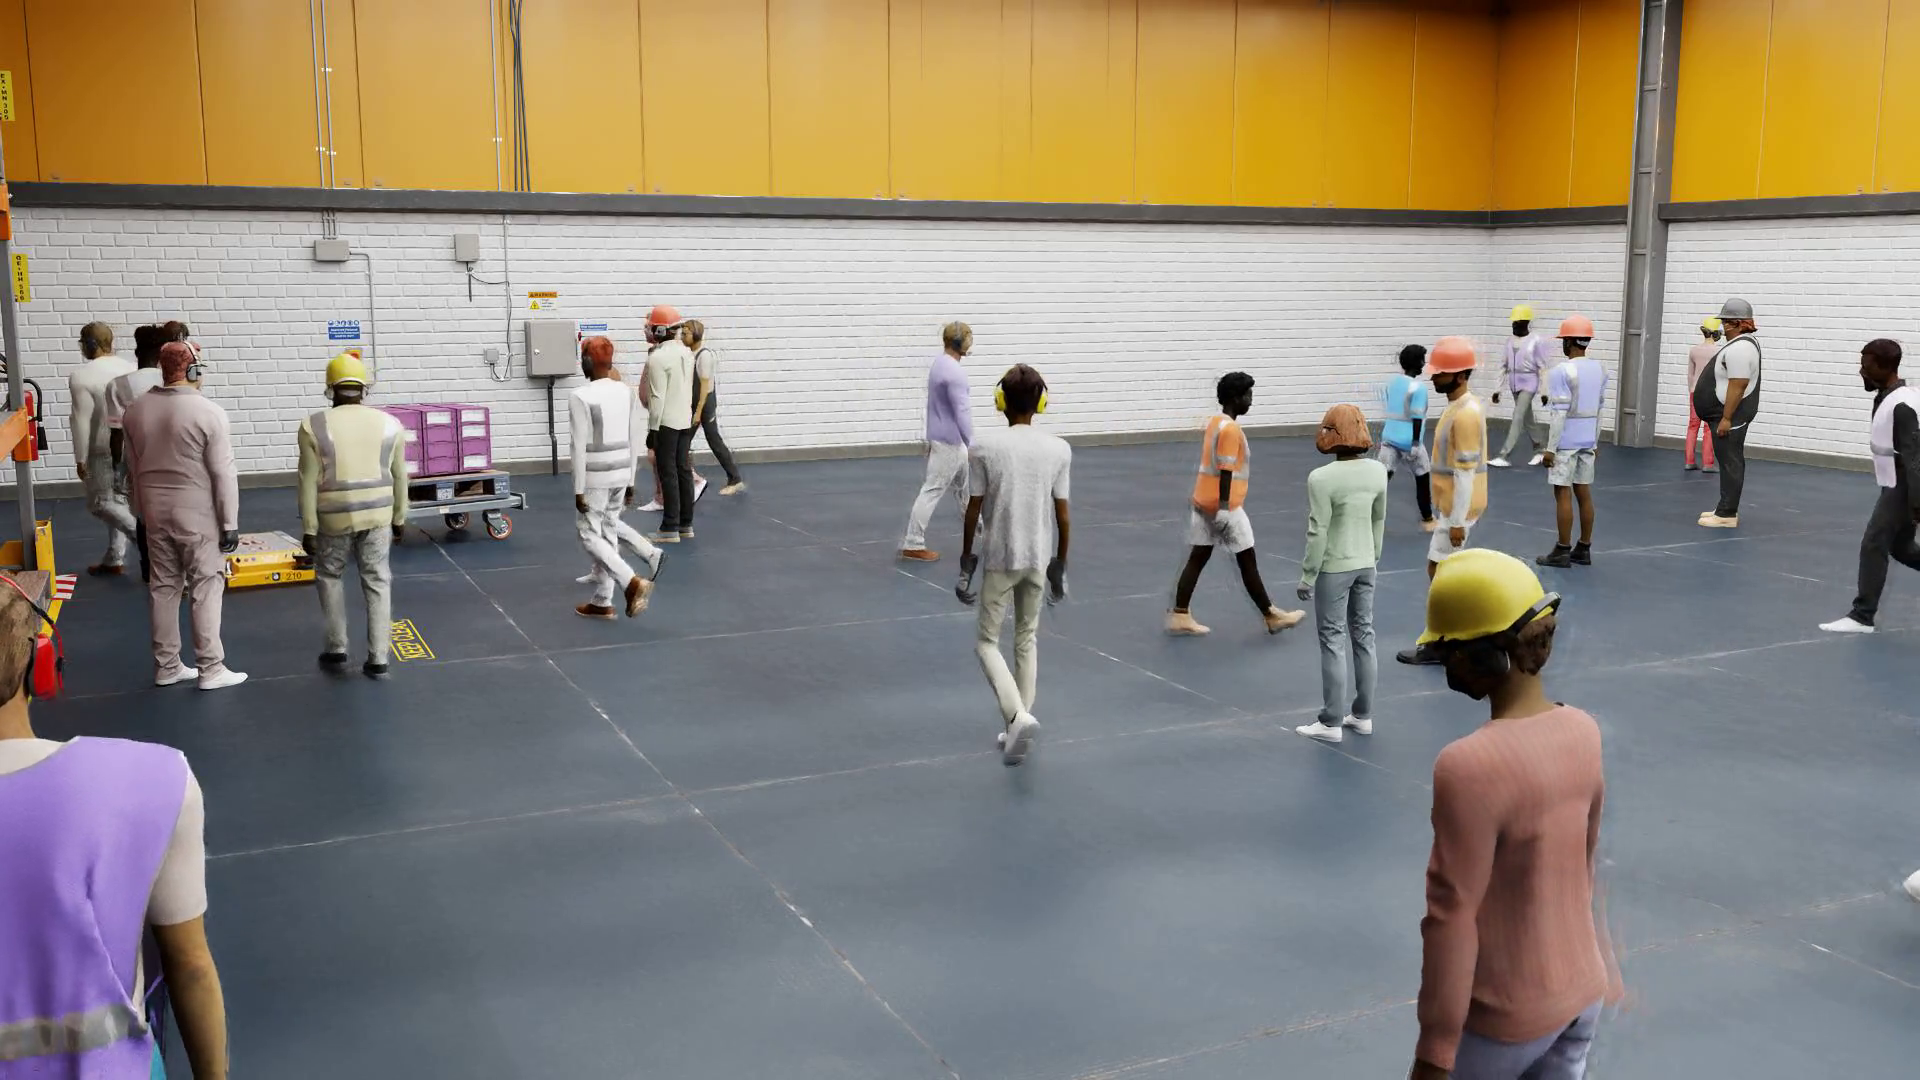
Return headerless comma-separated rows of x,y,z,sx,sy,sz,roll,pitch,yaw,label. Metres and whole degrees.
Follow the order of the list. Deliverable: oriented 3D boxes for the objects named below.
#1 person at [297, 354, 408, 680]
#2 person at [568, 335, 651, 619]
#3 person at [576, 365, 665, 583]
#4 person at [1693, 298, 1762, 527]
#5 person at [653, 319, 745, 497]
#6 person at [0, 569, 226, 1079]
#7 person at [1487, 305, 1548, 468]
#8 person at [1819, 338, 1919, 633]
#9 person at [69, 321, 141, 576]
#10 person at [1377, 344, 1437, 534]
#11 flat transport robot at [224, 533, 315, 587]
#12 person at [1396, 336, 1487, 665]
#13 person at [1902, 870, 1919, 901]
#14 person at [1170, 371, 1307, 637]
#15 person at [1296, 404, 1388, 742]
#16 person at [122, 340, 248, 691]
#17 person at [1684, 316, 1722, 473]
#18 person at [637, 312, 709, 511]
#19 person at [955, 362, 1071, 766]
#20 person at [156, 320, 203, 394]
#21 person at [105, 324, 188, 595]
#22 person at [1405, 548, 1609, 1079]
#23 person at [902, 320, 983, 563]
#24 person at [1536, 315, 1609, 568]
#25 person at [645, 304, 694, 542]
-3.425,-0.135,9.332,0.615,1.806,0.681,-7,11,-35,person
-2.246,-0.377,10.675,0.666,1.865,0.582,6,11,33,person
-2.464,-0.464,11.969,0.644,1.622,0.521,1,9,7,person
6.829,-1.139,14.848,0.538,2.000,0.683,5,10,28,person
-2.585,-1.306,16.641,0.958,1.802,0.523,-7,11,-36,person
-1.433,0.946,2.573,0.585,1.826,0.530,-5,10,-27,person
6.544,-1.777,19.322,0.975,1.885,0.606,-4,10,-23,person
5.915,-0.313,10.292,0.868,1.872,0.618,3,10,20,person
-6.187,-0.648,12.217,0.712,1.919,0.629,3,10,18,person
3.793,-0.854,14.275,0.864,1.654,0.533,-4,10,-23,person
-5.297,0.126,12.476,0.652,0.197,1.431,-6,11,-34,flat transport robot
2.894,-0.199,9.424,0.675,1.913,0.583,2,9,14,person
3.425,0.482,5.393,0.392,1.845,0.561,5,11,30,person
1.710,-0.212,10.283,0.878,1.643,0.543,-1,9,-5,person
1.845,0.159,8.053,0.499,1.634,0.279,-6,11,-33,person
-4.187,-0.129,9.050,0.635,1.900,0.399,2,9,14,person
8.460,-1.641,18.820,0.315,1.769,0.525,-4,10,-22,person
-2.734,-1.190,15.629,0.578,1.896,0.643,-1,9,-6,person
0.256,0.124,7.581,0.542,1.854,0.628,-3,10,-16,person
-7.351,-1.148,15.633,0.692,1.812,0.496,5,11,30,person
-5.665,-0.565,11.750,0.601,1.919,1.044,-5,11,-31,person
1.053,0.883,3.207,0.582,1.739,0.425,-8,12,-42,person
0.011,-0.753,12.926,1.025,1.880,0.656,-1,9,-8,person
4.687,-0.753,12.778,0.553,1.935,0.361,-5,11,-30,person
-2.446,-0.979,13.991,0.375,1.997,0.612,3,10,19,person
